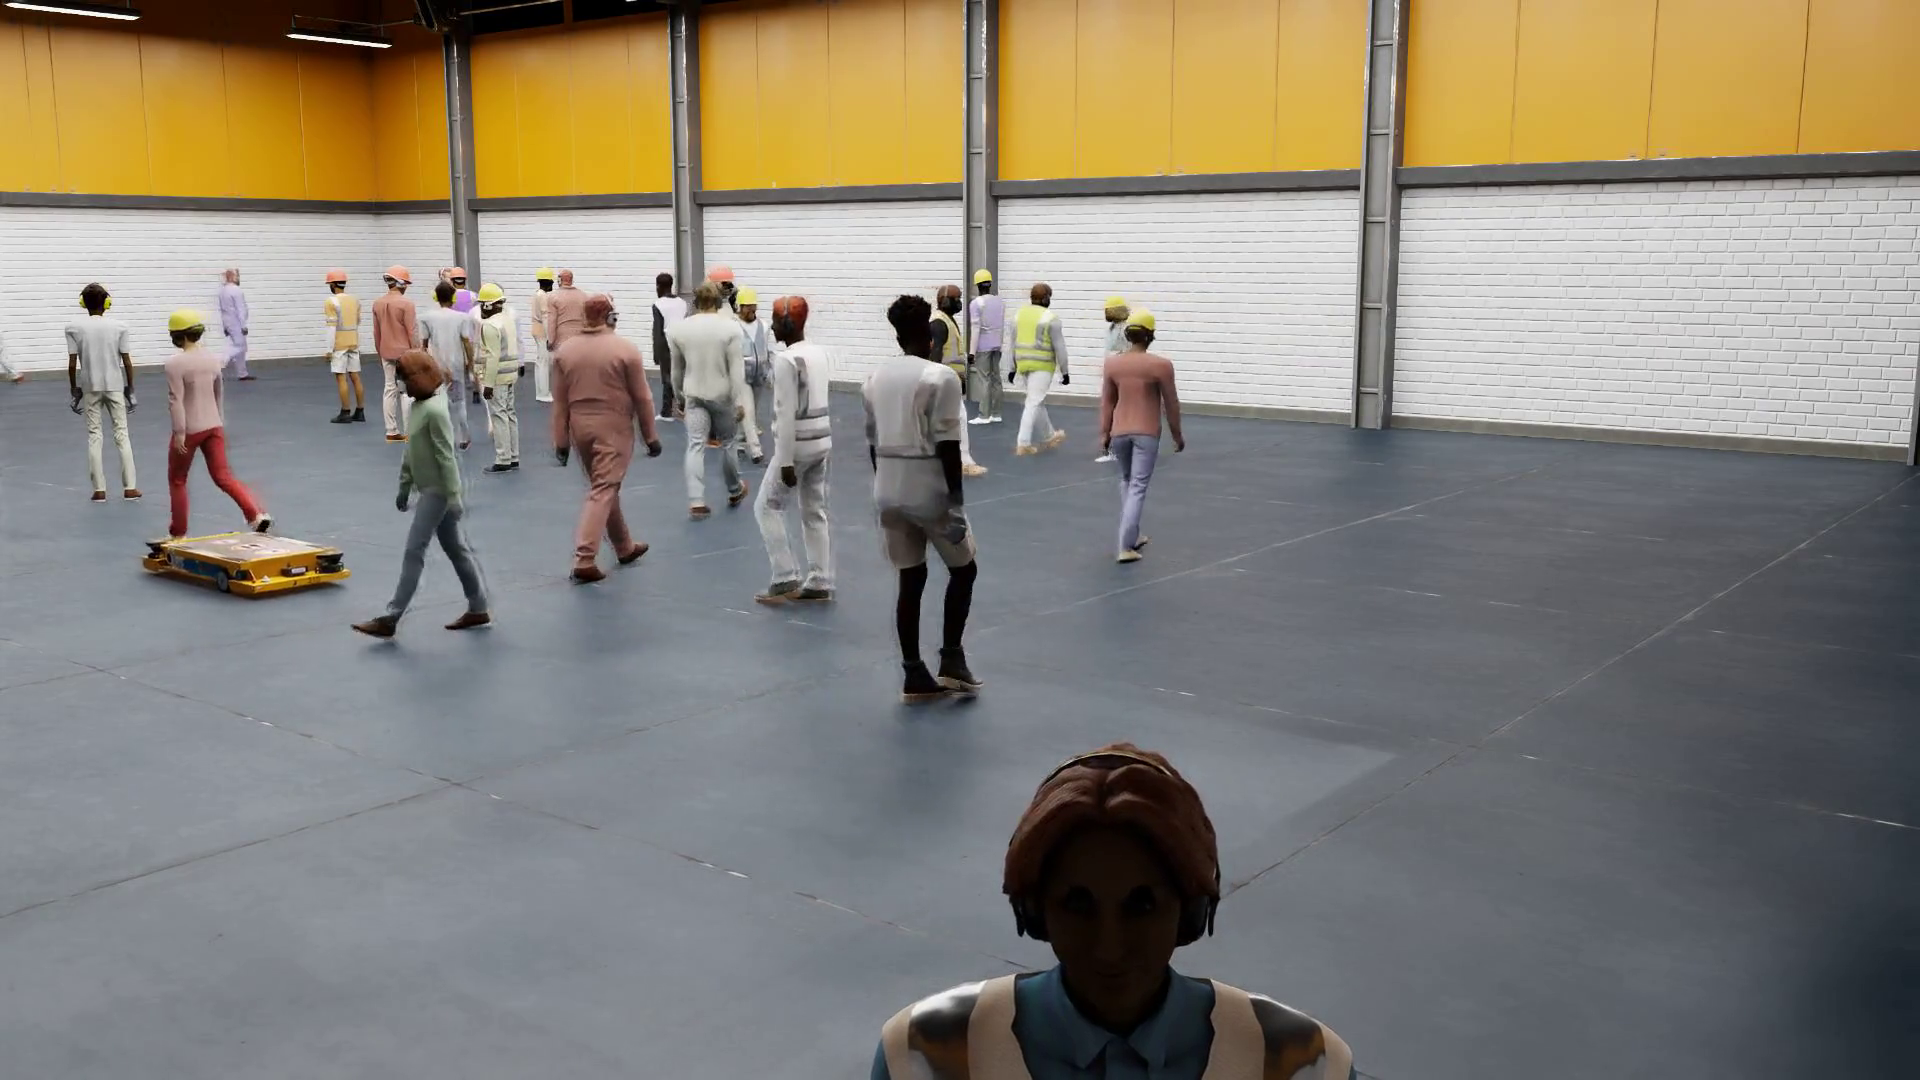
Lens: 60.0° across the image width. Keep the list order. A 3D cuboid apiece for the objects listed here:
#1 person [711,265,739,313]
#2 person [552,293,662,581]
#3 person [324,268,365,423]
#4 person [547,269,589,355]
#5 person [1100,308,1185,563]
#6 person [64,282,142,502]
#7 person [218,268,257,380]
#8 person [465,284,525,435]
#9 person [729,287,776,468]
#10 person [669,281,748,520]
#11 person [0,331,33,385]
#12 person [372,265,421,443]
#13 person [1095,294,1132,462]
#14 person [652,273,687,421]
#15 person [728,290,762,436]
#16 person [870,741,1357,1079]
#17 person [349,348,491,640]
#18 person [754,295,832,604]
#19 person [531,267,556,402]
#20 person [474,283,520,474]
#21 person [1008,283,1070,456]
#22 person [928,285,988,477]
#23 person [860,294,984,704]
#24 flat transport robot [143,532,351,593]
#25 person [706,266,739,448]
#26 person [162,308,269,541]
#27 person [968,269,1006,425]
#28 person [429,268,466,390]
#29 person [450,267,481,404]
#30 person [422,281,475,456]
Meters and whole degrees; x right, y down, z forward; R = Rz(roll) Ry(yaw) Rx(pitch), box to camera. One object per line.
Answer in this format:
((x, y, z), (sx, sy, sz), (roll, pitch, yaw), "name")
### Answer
((-3.804, -3.383, 26.414), (0.627, 1.934, 0.370), (-3, 10, -17), "person")
((-2.324, -0.685, 10.951), (0.639, 1.856, 1.015), (4, 11, 23), "person")
((-7.752, -2.429, 20.855), (0.377, 1.932, 0.552), (5, 11, 25), "person")
((-5.418, -2.777, 22.963), (0.652, 1.905, 0.408), (-8, 13, -41), "person")
((1.283, -0.730, 11.569), (0.540, 1.733, 0.825), (6, 12, 32), "person")
((-7.337, -1.259, 14.227), (0.514, 1.872, 0.332), (-4, 11, -23), "person")
((-12.145, -3.588, 27.740), (0.686, 1.886, 0.651), (-9, 13, -42), "person")
((-5.366, -2.062, 19.190), (0.644, 1.784, 1.025), (-6, 11, -31), "person")
((-2.134, -1.648, 16.747), (0.609, 1.789, 0.921), (-7, 12, -36), "person")
((-2.023, -1.146, 13.518), (0.659, 1.882, 1.023), (2, 10, 10), "person")
((-15.508, -3.400, 26.628), (0.652, 1.884, 1.014), (7, 12, 33), "person")
((-6.249, -2.061, 18.566), (0.611, 1.985, 0.393), (5, 11, 26), "person")
((1.697, -1.663, 17.049), (0.658, 1.721, 0.495), (-3, 10, -17), "person")
((-3.577, -2.403, 20.863), (0.807, 1.891, 0.597), (5, 11, 27), "person")
((-2.556, -2.043, 19.299), (0.532, 1.697, 0.319), (3, 10, 15), "person")
((0.146, 1.005, 1.719), (0.514, 1.641, 0.309), (0, 10, 0), "person")
((-2.991, -0.244, 9.116), (0.845, 1.586, 0.535), (-6, 11, -30), "person")
((-1.029, -0.530, 10.017), (0.571, 1.868, 0.579), (5, 11, 25), "person")
((-5.939, -2.934, 23.810), (0.380, 1.928, 0.586), (-4, 11, -24), "person")
((-4.467, -1.549, 16.030), (0.403, 1.830, 0.599), (1, 10, 4), "person")
((0.893, -1.813, 17.663), (0.658, 1.791, 0.951), (9, 13, 43), "person")
((-0.015, -1.502, 15.788), (0.783, 1.815, 0.661), (1, 10, 9), "person")
((-0.170, -0.195, 7.879), (0.681, 1.920, 0.525), (8, 13, 40), "person")
((-4.652, 0.128, 10.805), (1.431, 0.197, 0.652), (8, 12, 38), "flat transport robot")
((-2.592, -1.973, 18.045), (0.448, 1.980, 0.611), (3, 10, 17), "person")
((-5.437, -0.803, 11.992), (0.823, 1.739, 0.532), (3, 10, 18), "person")
((0.315, -2.393, 20.687), (0.382, 1.920, 0.585), (9, 13, 42), "person")
((-7.989, -3.285, 25.952), (0.401, 1.902, 0.644), (2, 10, 13), "person")
((-7.035, -2.883, 23.500), (0.543, 1.934, 0.362), (-5, 11, -25), "person")
((-5.352, -1.784, 17.418), (0.554, 1.818, 0.956), (-2, 10, -9), "person")
